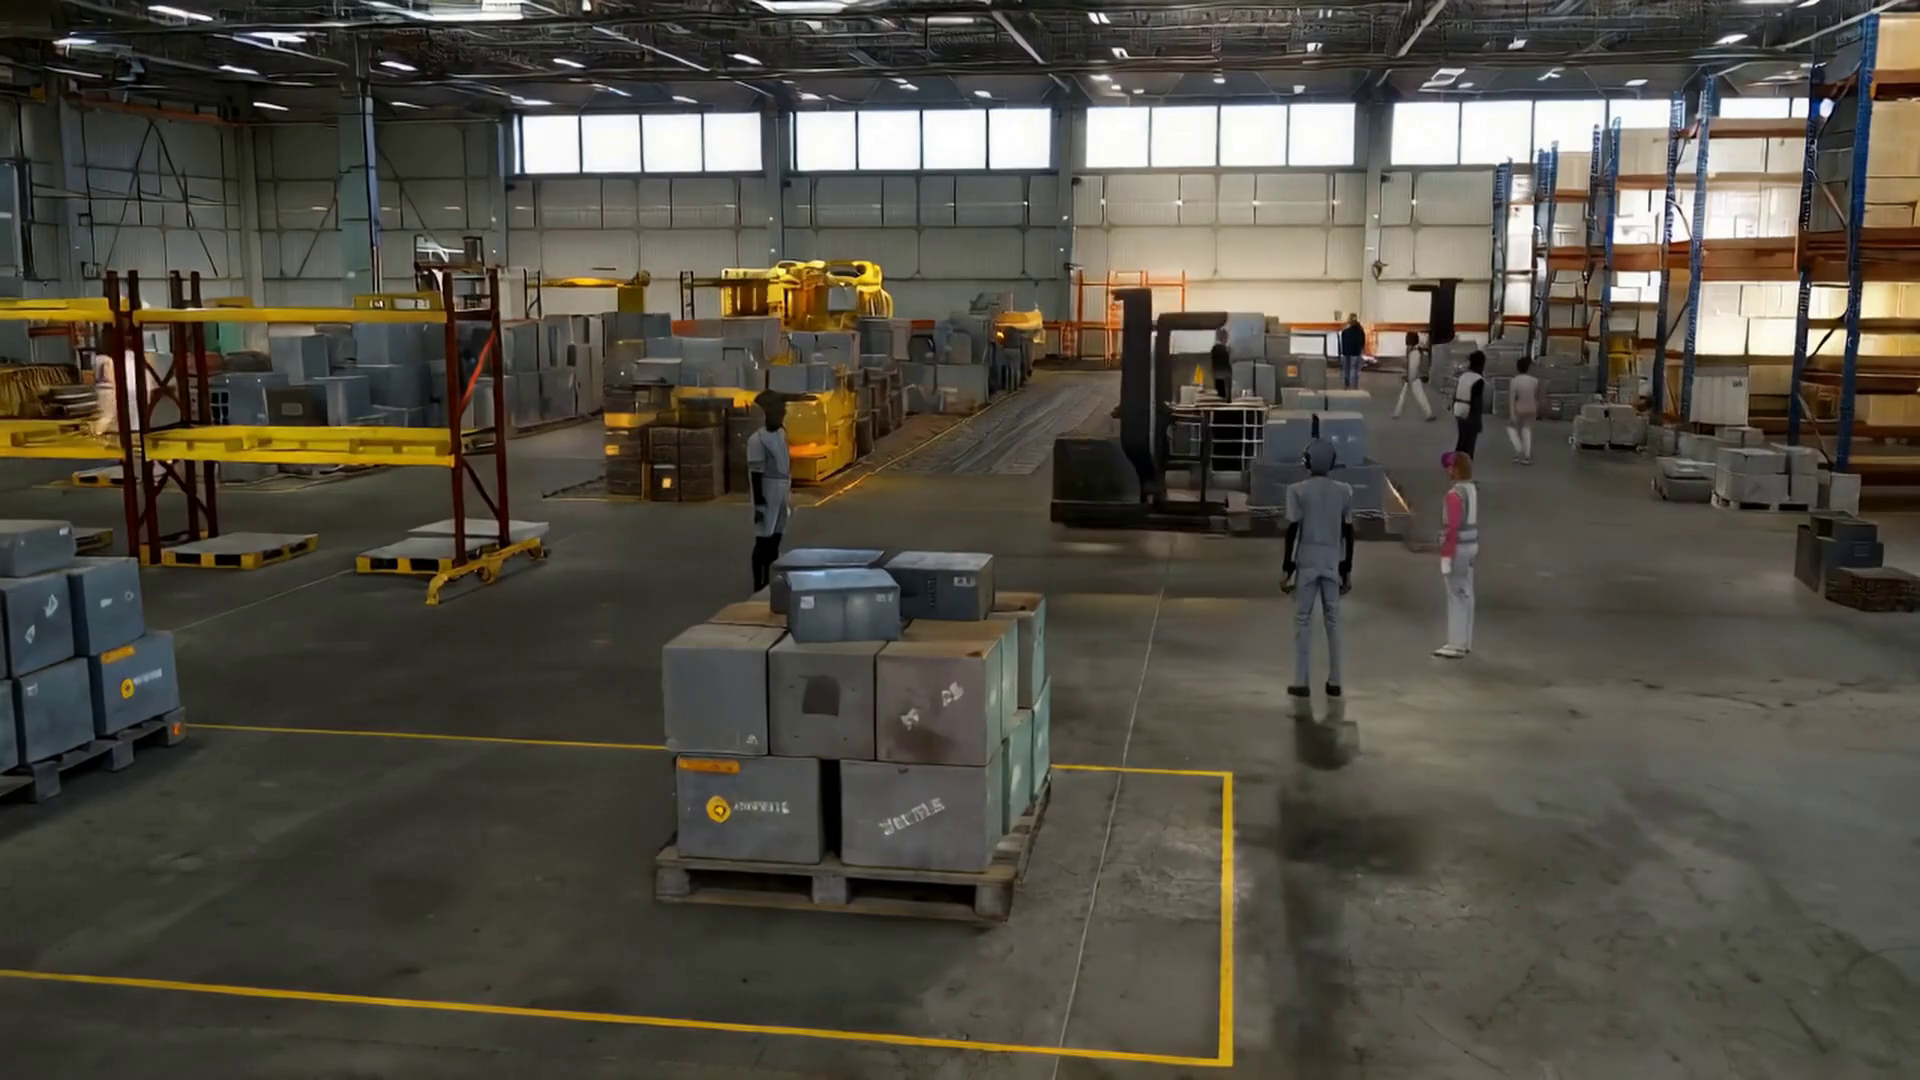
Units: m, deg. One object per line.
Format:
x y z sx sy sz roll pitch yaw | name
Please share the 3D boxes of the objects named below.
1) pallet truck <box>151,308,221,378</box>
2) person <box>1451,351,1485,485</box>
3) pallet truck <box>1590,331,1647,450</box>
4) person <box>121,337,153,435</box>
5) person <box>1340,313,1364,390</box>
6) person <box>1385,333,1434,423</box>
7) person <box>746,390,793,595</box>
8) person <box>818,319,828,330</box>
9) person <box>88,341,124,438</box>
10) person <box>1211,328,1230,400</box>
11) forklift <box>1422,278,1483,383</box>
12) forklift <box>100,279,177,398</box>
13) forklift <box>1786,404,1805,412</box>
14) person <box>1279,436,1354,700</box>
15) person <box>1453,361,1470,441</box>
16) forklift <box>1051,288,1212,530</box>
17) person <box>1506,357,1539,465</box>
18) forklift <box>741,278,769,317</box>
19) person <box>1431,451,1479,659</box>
-21.869 -5.598 47.154 0.823 1.965 1.885 4 10 26 | pallet truck
7.220 -1.725 23.579 0.408 1.906 0.604 -1 9 -5 | person
11.253 -2.573 28.499 0.823 1.965 1.885 5 10 27 | pallet truck
-14.652 -2.696 29.556 0.628 1.906 0.866 -1 9 -8 | person
9.661 -4.609 41.059 0.622 1.993 0.381 -3 10 -20 | person
9.034 -3.222 33.143 0.945 1.797 0.639 2 10 15 | person
-1.699 -0.373 15.023 0.367 1.964 0.609 4 10 21 | person
-3.159 -4.082 37.985 0.352 1.937 0.635 4 10 21 | person
-14.803 -2.536 28.847 0.625 1.817 0.816 7 12 39 | person
4.976 -3.069 31.740 0.372 1.940 0.630 -2 9 -12 | person
13.054 -5.626 44.614 1.873 2.768 1.129 1 9 9 | forklift
-19.606 -4.720 39.027 1.873 2.768 1.129 1 9 9 | forklift
18.510 -4.209 35.873 1.129 2.768 1.873 1 9 9 | forklift
2.526 0.203 11.777 0.530 1.869 0.311 -1 9 -5 | person
7.867 -1.988 26.023 0.323 1.631 0.524 1 9 4 | person
2.063 -1.589 19.713 1.873 2.768 1.129 1 9 9 | forklift
8.794 -2.012 25.966 0.574 1.684 0.372 -4 10 -25 | person
-5.472 -5.632 44.652 1.873 2.768 1.129 4 10 24 | forklift
3.892 0.116 13.022 0.315 1.636 0.515 6 11 31 | person
